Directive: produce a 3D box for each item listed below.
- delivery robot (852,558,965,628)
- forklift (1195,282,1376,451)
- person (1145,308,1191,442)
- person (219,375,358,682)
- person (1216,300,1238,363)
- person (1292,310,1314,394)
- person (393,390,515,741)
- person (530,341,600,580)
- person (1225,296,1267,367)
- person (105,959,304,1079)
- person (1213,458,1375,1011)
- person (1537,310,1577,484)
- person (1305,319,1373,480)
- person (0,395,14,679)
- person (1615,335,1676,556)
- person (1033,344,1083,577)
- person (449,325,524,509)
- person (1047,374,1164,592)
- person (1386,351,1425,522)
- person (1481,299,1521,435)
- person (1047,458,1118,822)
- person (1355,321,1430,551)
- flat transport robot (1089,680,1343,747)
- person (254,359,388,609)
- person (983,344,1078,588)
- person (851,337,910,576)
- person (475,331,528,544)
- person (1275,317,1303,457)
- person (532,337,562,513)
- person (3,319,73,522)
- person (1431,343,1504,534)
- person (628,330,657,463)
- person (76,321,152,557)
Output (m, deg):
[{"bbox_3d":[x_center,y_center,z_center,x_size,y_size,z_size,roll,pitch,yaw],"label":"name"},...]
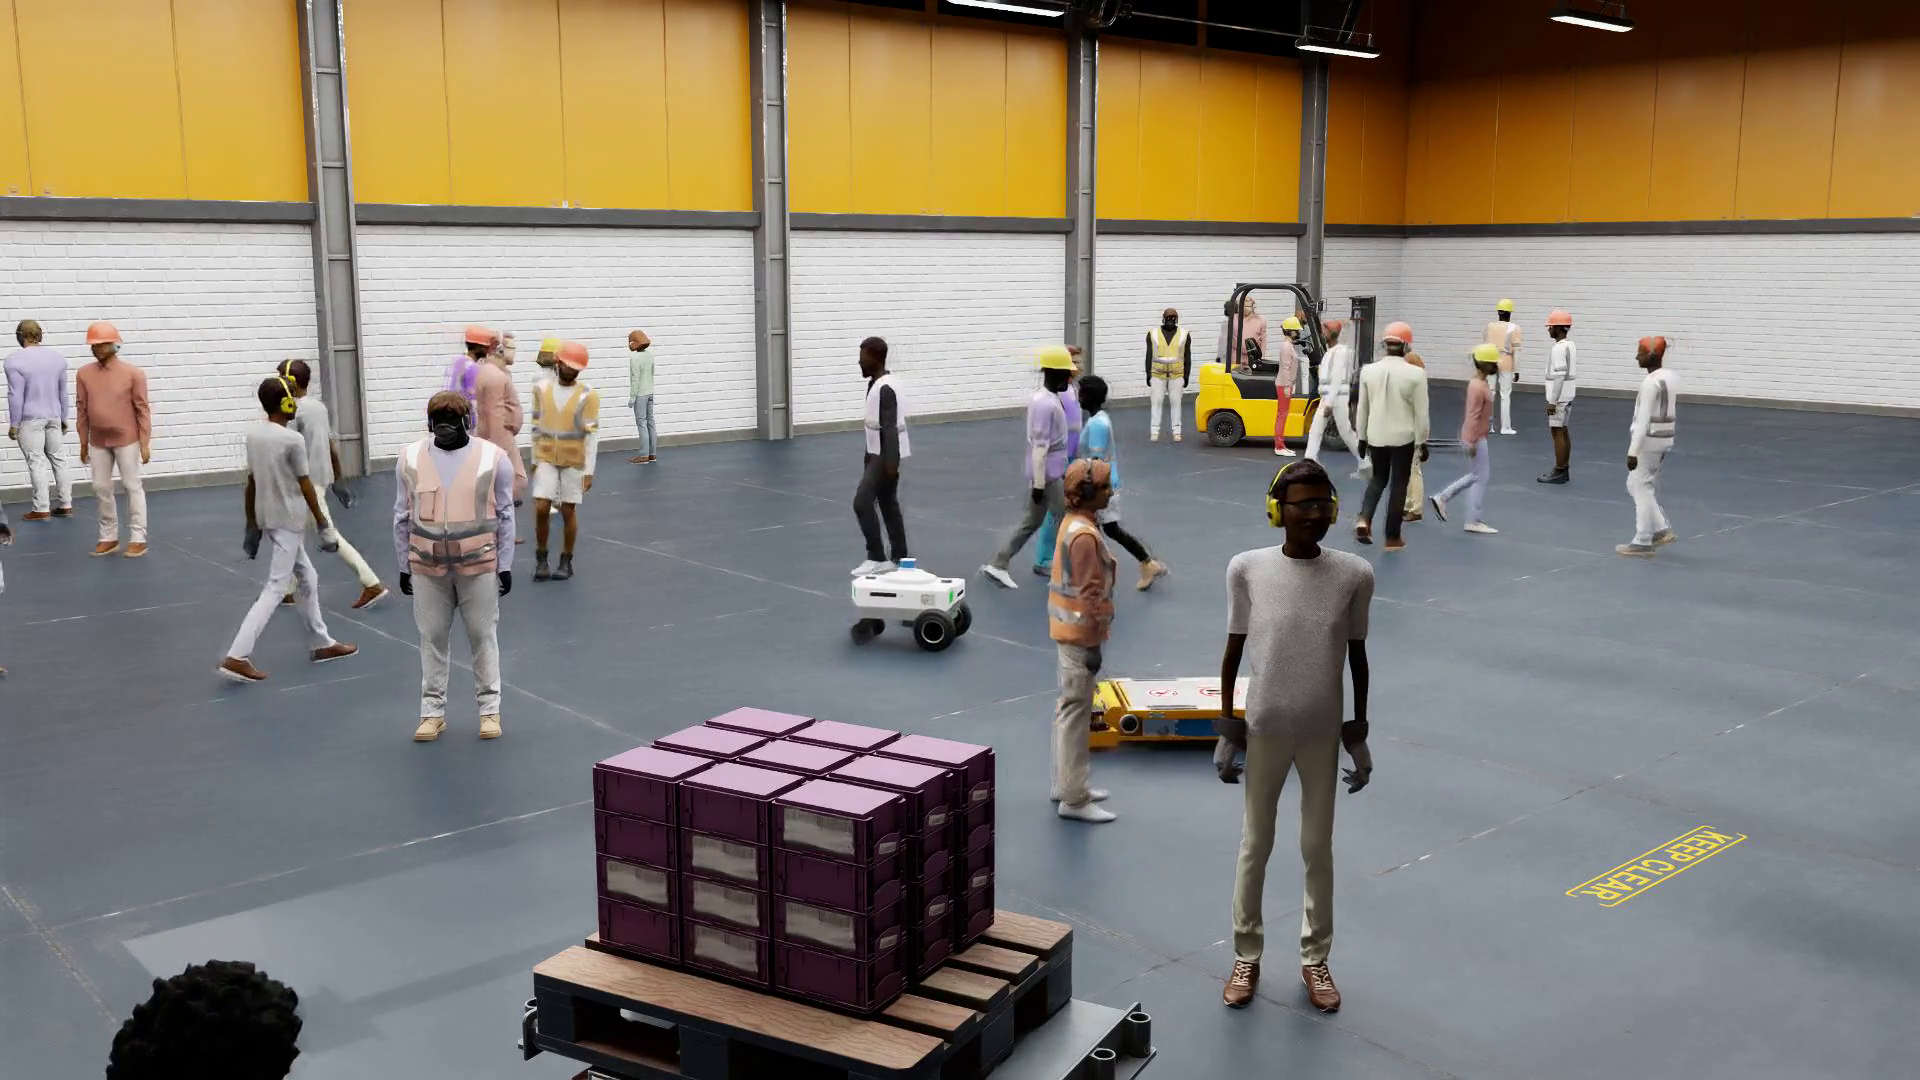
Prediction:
[{"bbox_3d":[-0.338,0.361,10.894,0.707,0.478,0.477,2,10,14],"label":"delivery robot"},{"bbox_3d":[4.328,-2.346,22.227,2.313,2.155,1.214,3,10,16],"label":"forklift"},{"bbox_3d":[2.839,-2.252,22.747,0.625,1.837,0.430,1,10,6],"label":"person"},{"bbox_3d":[-4.122,-0.081,10.070,0.518,1.827,0.975,8,12,38],"label":"person"},{"bbox_3d":[4.462,-3.079,27.704,0.628,1.824,0.659,6,11,32],"label":"person"},{"bbox_3d":[5.721,-3.057,28.018,0.500,1.636,0.282,3,10,16],"label":"person"},{"bbox_3d":[-2.646,0.137,8.725,0.624,1.844,0.429,-1,10,-7],"label":"person"},{"bbox_3d":[-3.082,-0.606,12.923,0.610,1.890,0.447,1,10,4],"label":"person"},{"bbox_3d":[4.511,-2.888,26.266,0.639,1.901,0.406,1,10,8],"label":"person"},{"bbox_3d":[-0.875,1.364,2.050,0.543,1.673,0.689,-5,11,-27],"label":"person"},{"bbox_3d":[1.123,0.654,5.594,0.532,1.876,0.321,1,10,7],"label":"person"},{"bbox_3d":[6.672,-1.597,18.593,0.377,1.936,0.549,7,12,34],"label":"person"},{"bbox_3d":[4.246,-1.566,18.731,0.983,1.843,0.576,-1,10,-8],"label":"person"},{"bbox_3d":[-5.861,-0.090,9.828,0.444,1.915,0.638,-4,10,-20],"label":"person"},{"bbox_3d":[5.786,-0.784,13.999,0.398,1.876,0.615,7,12,35],"label":"person"},{"bbox_3d":[0.786,-0.639,13.256,0.389,1.847,0.574,4,11,23],"label":"person"},{"bbox_3d":[-4.819,-1.154,16.230,0.988,1.874,0.553,-4,11,-24],"label":"person"},{"bbox_3d":[1.119,-0.420,12.543,0.841,1.666,0.527,0,10,2],"label":"person"},{"bbox_3d":[4.283,-0.986,15.901,0.277,1.631,0.506,-1,10,-4],"label":"person"},{"bbox_3d":[7.693,-2.460,23.671,0.589,1.927,0.388,9,13,43],"label":"person"},{"bbox_3d":[0.551,0.445,7.517,0.311,1.637,0.522,0,10,-1],"label":"person"},{"bbox_3d":[3.698,-0.876,14.236,0.624,1.978,0.470,8,13,40],"label":"person"},{"bbox_3d":[1.296,0.902,8.831,1.431,0.197,0.652,0,10,-2],"label":"flat transport robot"},{"bbox_3d":[-4.617,-0.396,11.963,1.009,1.814,0.501,0,10,-1],"label":"person"},{"bbox_3d":[0.633,-0.534,12.534,0.951,1.888,0.607,1,10,4],"label":"person"},{"bbox_3d":[-0.688,-0.655,13.174,0.638,1.895,0.634,-2,10,-10],"label":"person"},{"bbox_3d":[-3.993,-0.867,14.466,0.431,1.889,0.643,-4,11,-23],"label":"person"},{"bbox_3d":[4.173,-1.949,21.155,0.328,1.769,0.526,2,10,13],"label":"person"},{"bbox_3d":[-4.037,-1.142,16.504,0.325,1.740,0.492,3,10,15],"label":"person"},{"bbox_3d":[-8.823,-1.144,15.936,0.351,1.937,0.635,4,11,23],"label":"person"},{"bbox_3d":[4.677,-0.937,15.269,0.539,1.749,0.534,3,10,19],"label":"person"},{"bbox_3d":[-3.904,-1.753,20.394,0.288,1.633,0.497,3,10,17],"label":"person"},{"bbox_3d":[-7.142,-0.845,14.023,0.623,1.992,0.397,1,10,3],"label":"person"}]
